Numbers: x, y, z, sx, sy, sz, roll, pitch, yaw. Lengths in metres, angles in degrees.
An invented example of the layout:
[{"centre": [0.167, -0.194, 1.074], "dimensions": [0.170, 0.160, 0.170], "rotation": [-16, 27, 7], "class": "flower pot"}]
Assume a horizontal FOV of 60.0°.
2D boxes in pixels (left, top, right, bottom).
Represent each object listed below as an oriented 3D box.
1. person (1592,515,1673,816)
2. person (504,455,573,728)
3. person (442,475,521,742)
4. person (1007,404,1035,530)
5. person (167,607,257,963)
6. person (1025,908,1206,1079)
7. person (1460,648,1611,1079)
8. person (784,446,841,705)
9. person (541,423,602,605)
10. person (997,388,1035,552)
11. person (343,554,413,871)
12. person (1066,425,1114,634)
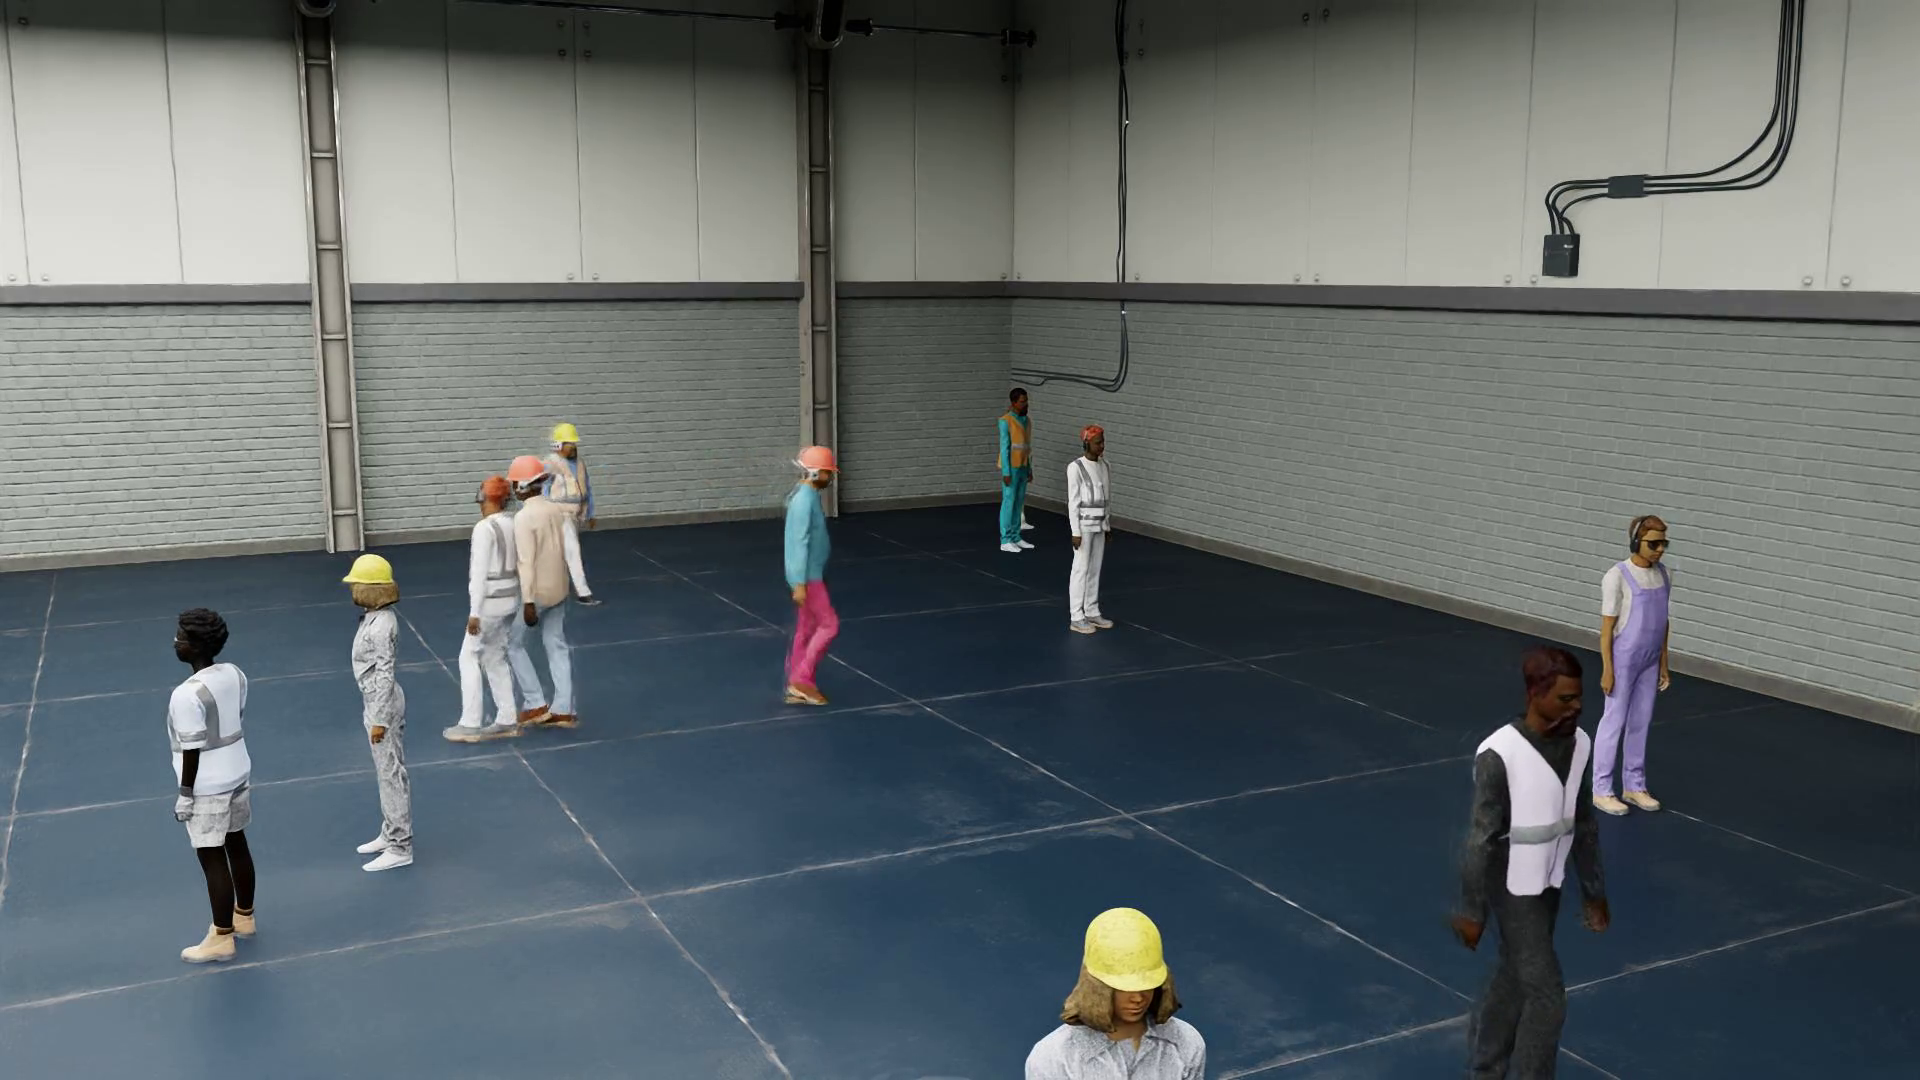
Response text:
[{"centre": [4.067, 0.752, 10.045], "dimensions": [0.500, 1.839, 0.352], "rotation": [-4, 10, -25], "class": "person"}, {"centre": [-3.045, 0.377, 11.902], "dimensions": [0.592, 1.967, 0.639], "rotation": [3, 10, 15], "class": "person"}, {"centre": [-3.376, 0.479, 11.687], "dimensions": [0.582, 1.847, 0.649], "rotation": [1, 9, 5], "class": "person"}, {"centre": [0.721, -0.948, 21.116], "dimensions": [0.279, 1.634, 0.499], "rotation": [-9, 13, -43], "class": "person"}, {"centre": [-3.579, 1.157, 7.951], "dimensions": [0.318, 1.700, 0.535], "rotation": [0, 9, 1], "class": "person"}, {"centre": [0.395, 1.752, 4.152], "dimensions": [0.487, 1.744, 0.294], "rotation": [-4, 10, -21], "class": "person"}, {"centre": [2.216, 1.340, 6.201], "dimensions": [0.618, 1.893, 0.712], "rotation": [-8, 12, -39], "class": "person"}, {"centre": [-1.110, 0.275, 12.544], "dimensions": [0.491, 1.966, 0.631], "rotation": [0, 9, -3], "class": "person"}, {"centre": [-3.935, -0.273, 16.495], "dimensions": [0.933, 1.794, 0.603], "rotation": [5, 11, 29], "class": "person"}, {"centre": [0.650, -0.830, 19.518], "dimensions": [0.391, 1.920, 0.588], "rotation": [6, 11, 31], "class": "person"}, {"centre": [-3.205, 0.938, 9.162], "dimensions": [0.289, 1.746, 0.486], "rotation": [-4, 10, -23], "class": "person"}, {"centre": [1.194, -0.103, 15.150], "dimensions": [0.353, 1.883, 0.577], "rotation": [7, 12, 37], "class": "person"}]
